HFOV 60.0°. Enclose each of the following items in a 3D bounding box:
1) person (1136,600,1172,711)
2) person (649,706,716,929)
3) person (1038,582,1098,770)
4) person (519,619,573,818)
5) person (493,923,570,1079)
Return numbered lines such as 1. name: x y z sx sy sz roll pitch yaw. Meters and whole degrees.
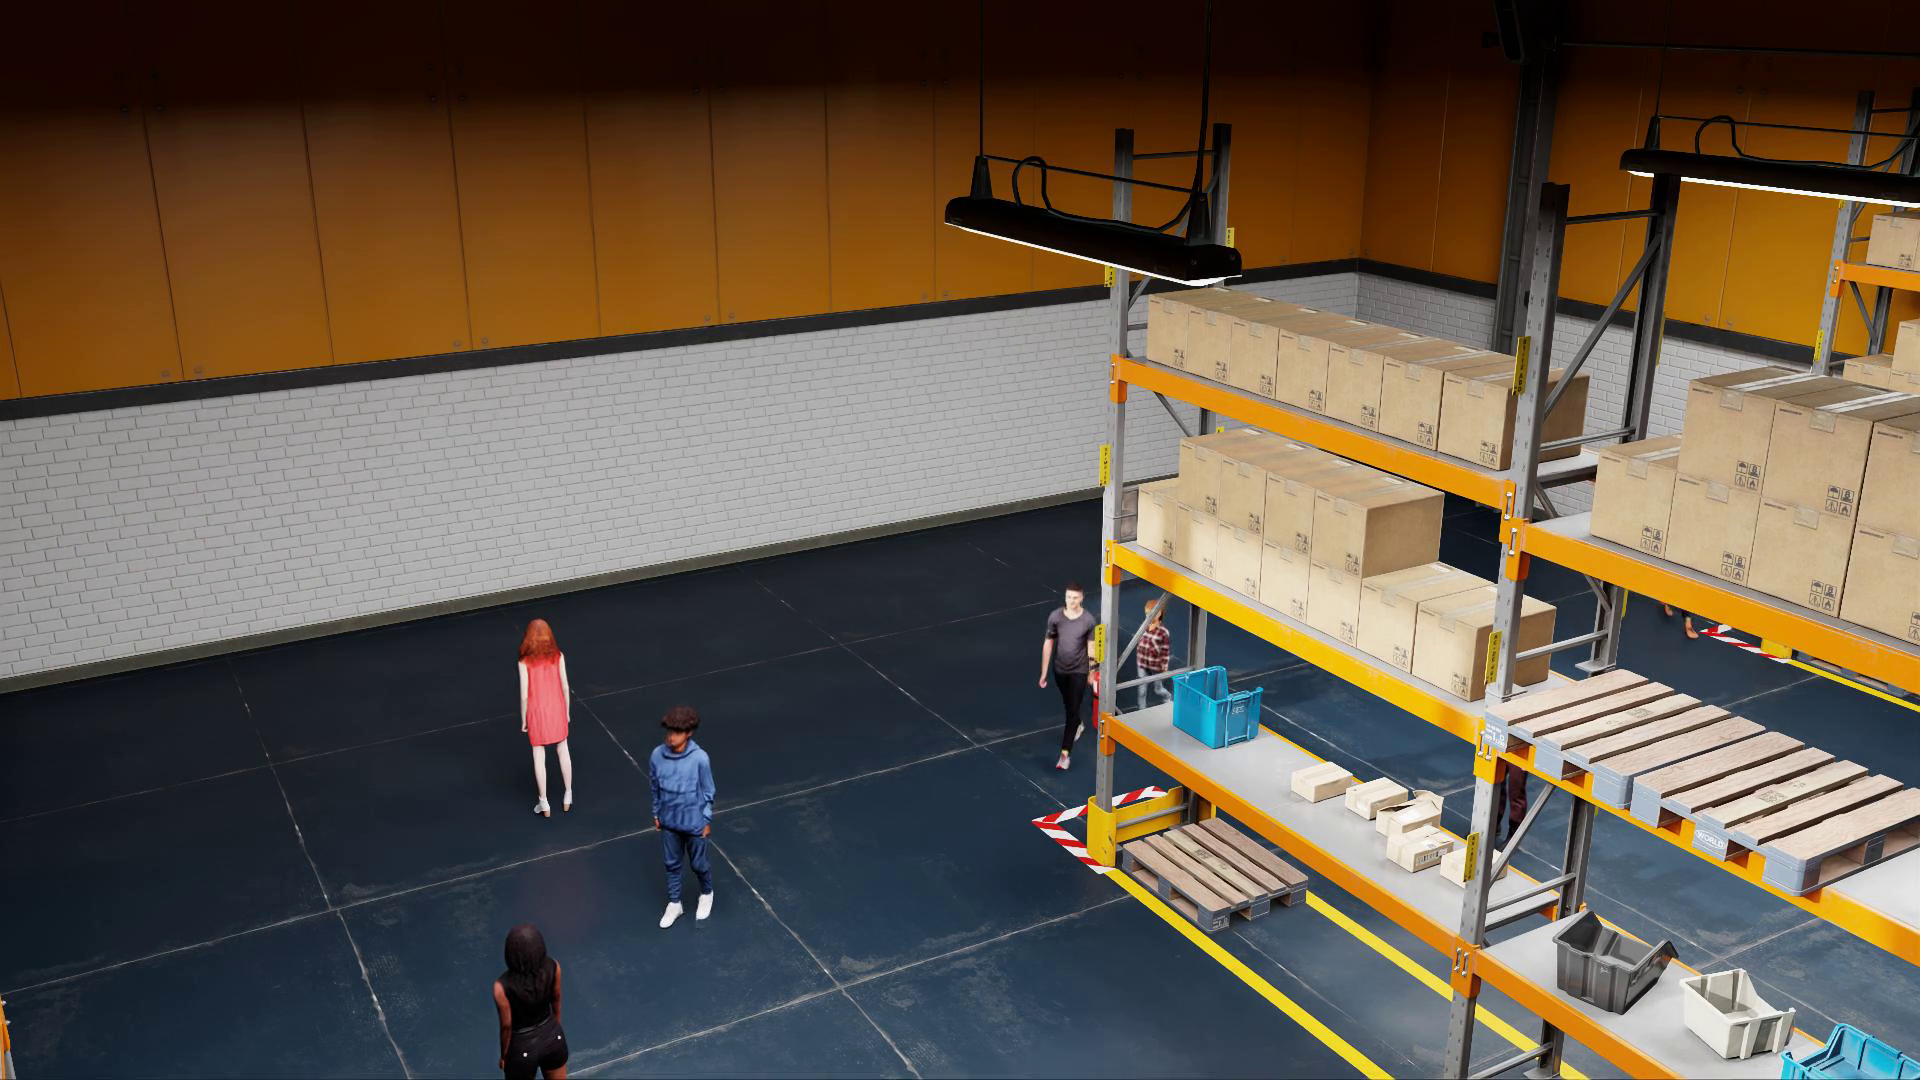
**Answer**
1. person: 1.930 1.202 16.449 0.856 1.289 0.803 13 22 33
2. person: -2.134 2.106 12.906 0.853 1.836 0.911 5 19 14
3. person: 1.070 1.217 15.732 1.182 1.718 1.188 7 20 19
4. person: -3.621 1.550 14.570 0.589 1.828 0.498 -11 22 -30
5. person: -2.587 3.098 10.110 0.641 1.741 0.604 -18 25 -42
